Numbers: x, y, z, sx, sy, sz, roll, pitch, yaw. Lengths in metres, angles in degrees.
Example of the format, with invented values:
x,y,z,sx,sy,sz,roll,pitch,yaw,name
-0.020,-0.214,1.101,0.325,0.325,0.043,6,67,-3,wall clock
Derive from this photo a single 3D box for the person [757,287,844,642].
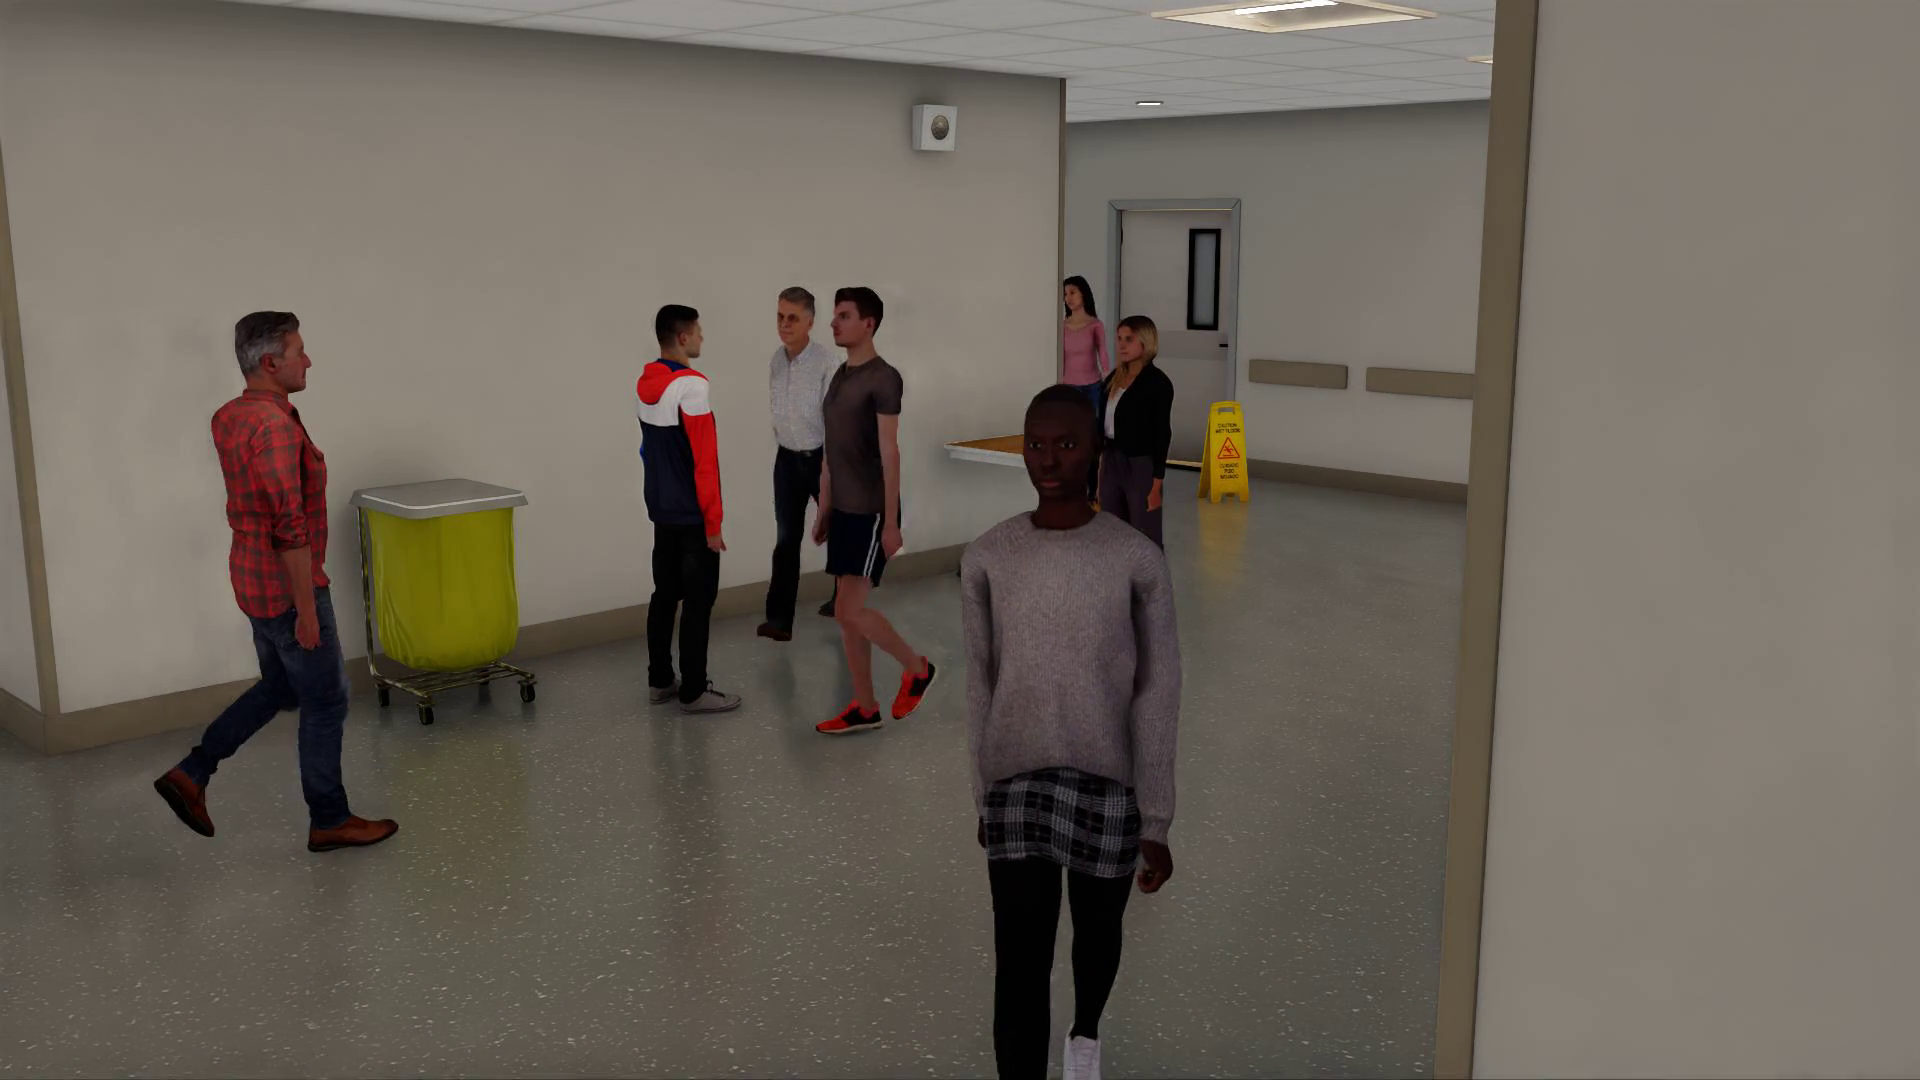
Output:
x,y,z,sx,sy,sz,roll,pitch,yaw,name
-0.716,-0.374,8.493,1.240,1.753,0.987,6,12,30,person

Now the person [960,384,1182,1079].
x,y,z,sx,sy,sz,roll,pitch,yaw,name
0.260,0.572,3.685,1.159,1.688,1.120,2,11,10,person

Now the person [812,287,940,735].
x,y,z,sx,sy,sz,roll,pitch,yaw,name
-0.332,-0.109,6.865,0.822,1.841,0.789,-6,12,-29,person

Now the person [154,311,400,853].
x,y,z,sx,sy,sz,roll,pitch,yaw,name
-2.298,0.167,5.468,0.824,1.817,0.926,-8,13,-37,person

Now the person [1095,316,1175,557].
x,y,z,sx,sy,sz,roll,pitch,yaw,name
0.853,-0.265,8.147,0.661,1.668,0.469,-9,14,-40,person

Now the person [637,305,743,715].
x,y,z,sx,sy,sz,roll,pitch,yaw,name
-1.212,-0.138,7.237,0.707,1.758,0.483,-9,14,-40,person

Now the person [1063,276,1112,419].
x,y,z,sx,sy,sz,roll,pitch,yaw,name
0.941,-1.062,12.295,1.207,1.688,1.032,4,11,18,person
